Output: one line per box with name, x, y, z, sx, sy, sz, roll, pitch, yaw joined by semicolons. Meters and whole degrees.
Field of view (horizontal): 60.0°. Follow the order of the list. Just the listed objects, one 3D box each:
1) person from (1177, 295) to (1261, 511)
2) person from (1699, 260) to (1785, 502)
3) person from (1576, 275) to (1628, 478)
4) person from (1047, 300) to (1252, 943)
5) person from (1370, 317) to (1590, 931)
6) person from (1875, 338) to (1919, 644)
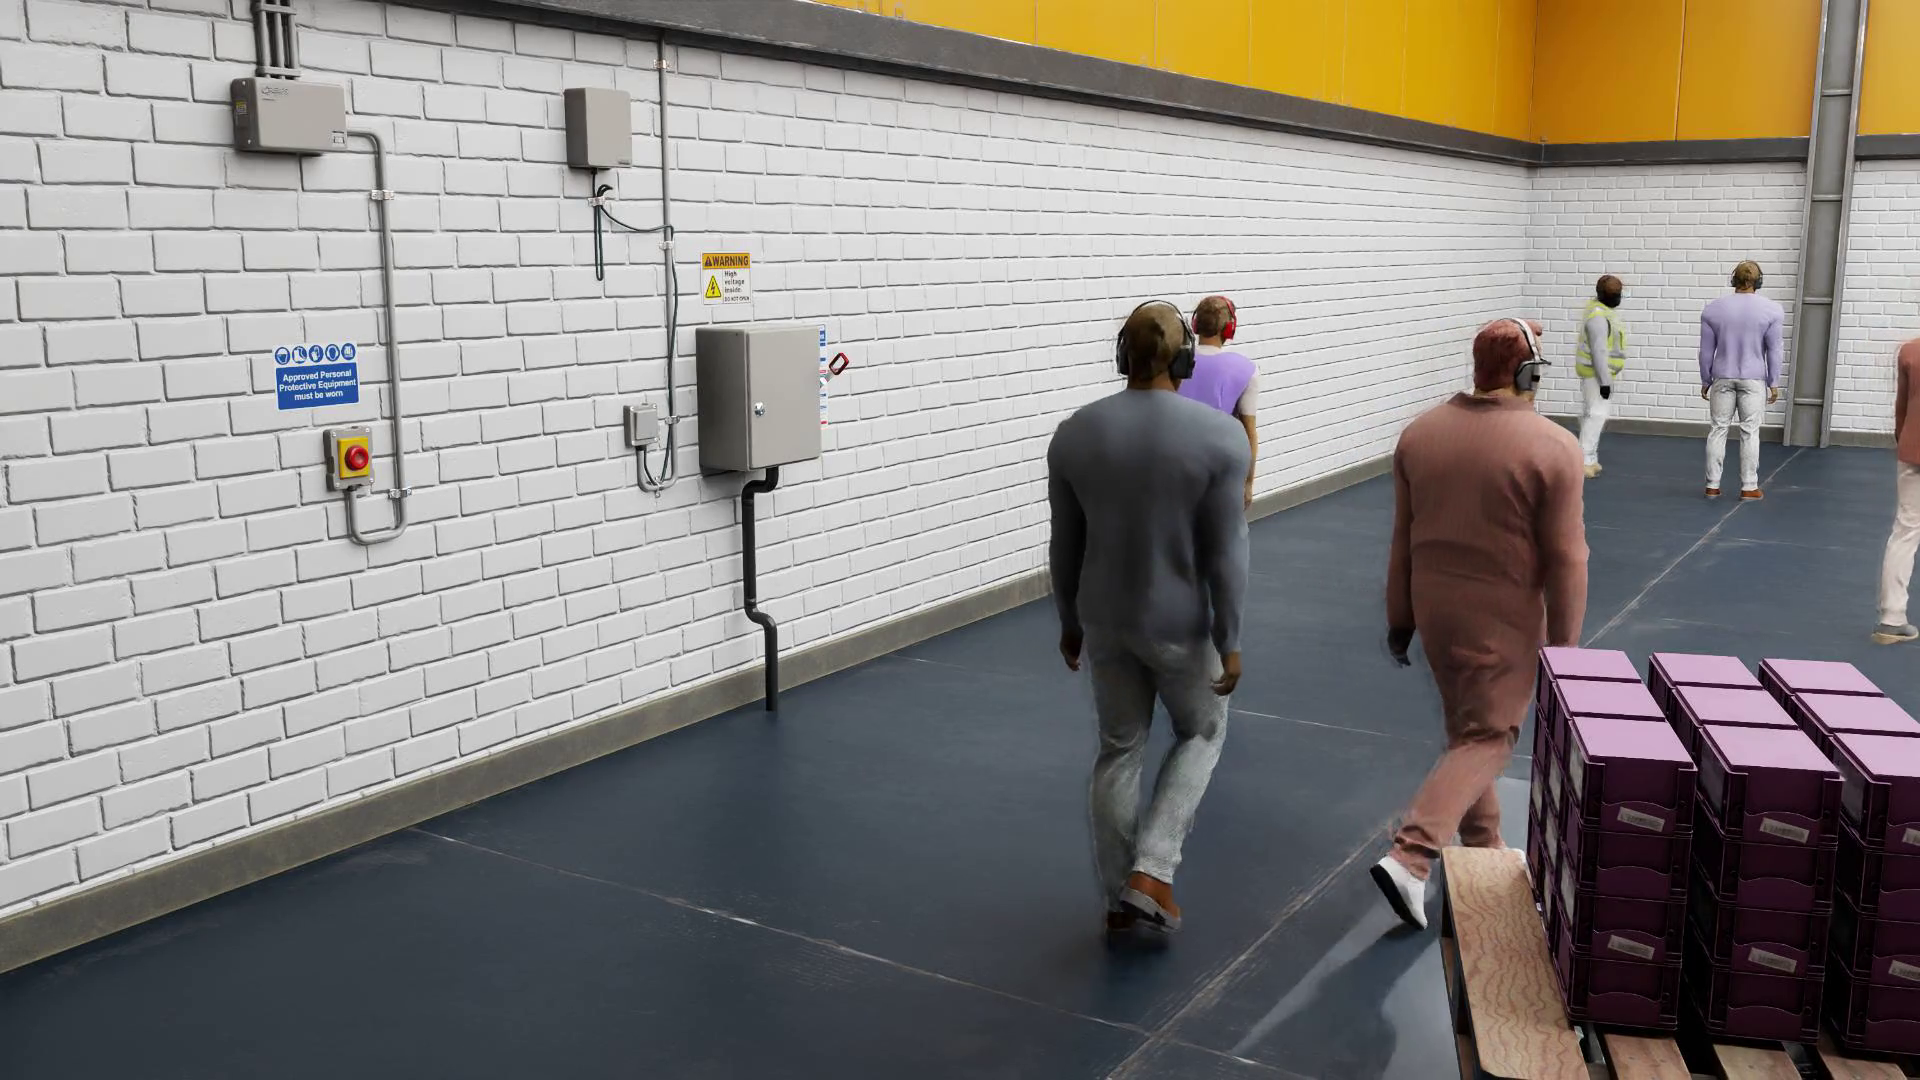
person;1.250;-0.351;8.607;0.584;1.822;0.521;4;11;20
person;6.290;-1.278;13.433;0.631;1.940;0.372;7;13;36
person;5.724;-1.462;14.854;0.433;1.807;0.723;4;11;23
person;0.561;0.257;4.951;0.647;1.924;0.440;6;12;28
person;1.582;0.250;5.171;0.889;1.877;0.655;-7;13;-36
person;5.235;-0.440;8.771;1.018;1.938;0.611;-8;13;-37
